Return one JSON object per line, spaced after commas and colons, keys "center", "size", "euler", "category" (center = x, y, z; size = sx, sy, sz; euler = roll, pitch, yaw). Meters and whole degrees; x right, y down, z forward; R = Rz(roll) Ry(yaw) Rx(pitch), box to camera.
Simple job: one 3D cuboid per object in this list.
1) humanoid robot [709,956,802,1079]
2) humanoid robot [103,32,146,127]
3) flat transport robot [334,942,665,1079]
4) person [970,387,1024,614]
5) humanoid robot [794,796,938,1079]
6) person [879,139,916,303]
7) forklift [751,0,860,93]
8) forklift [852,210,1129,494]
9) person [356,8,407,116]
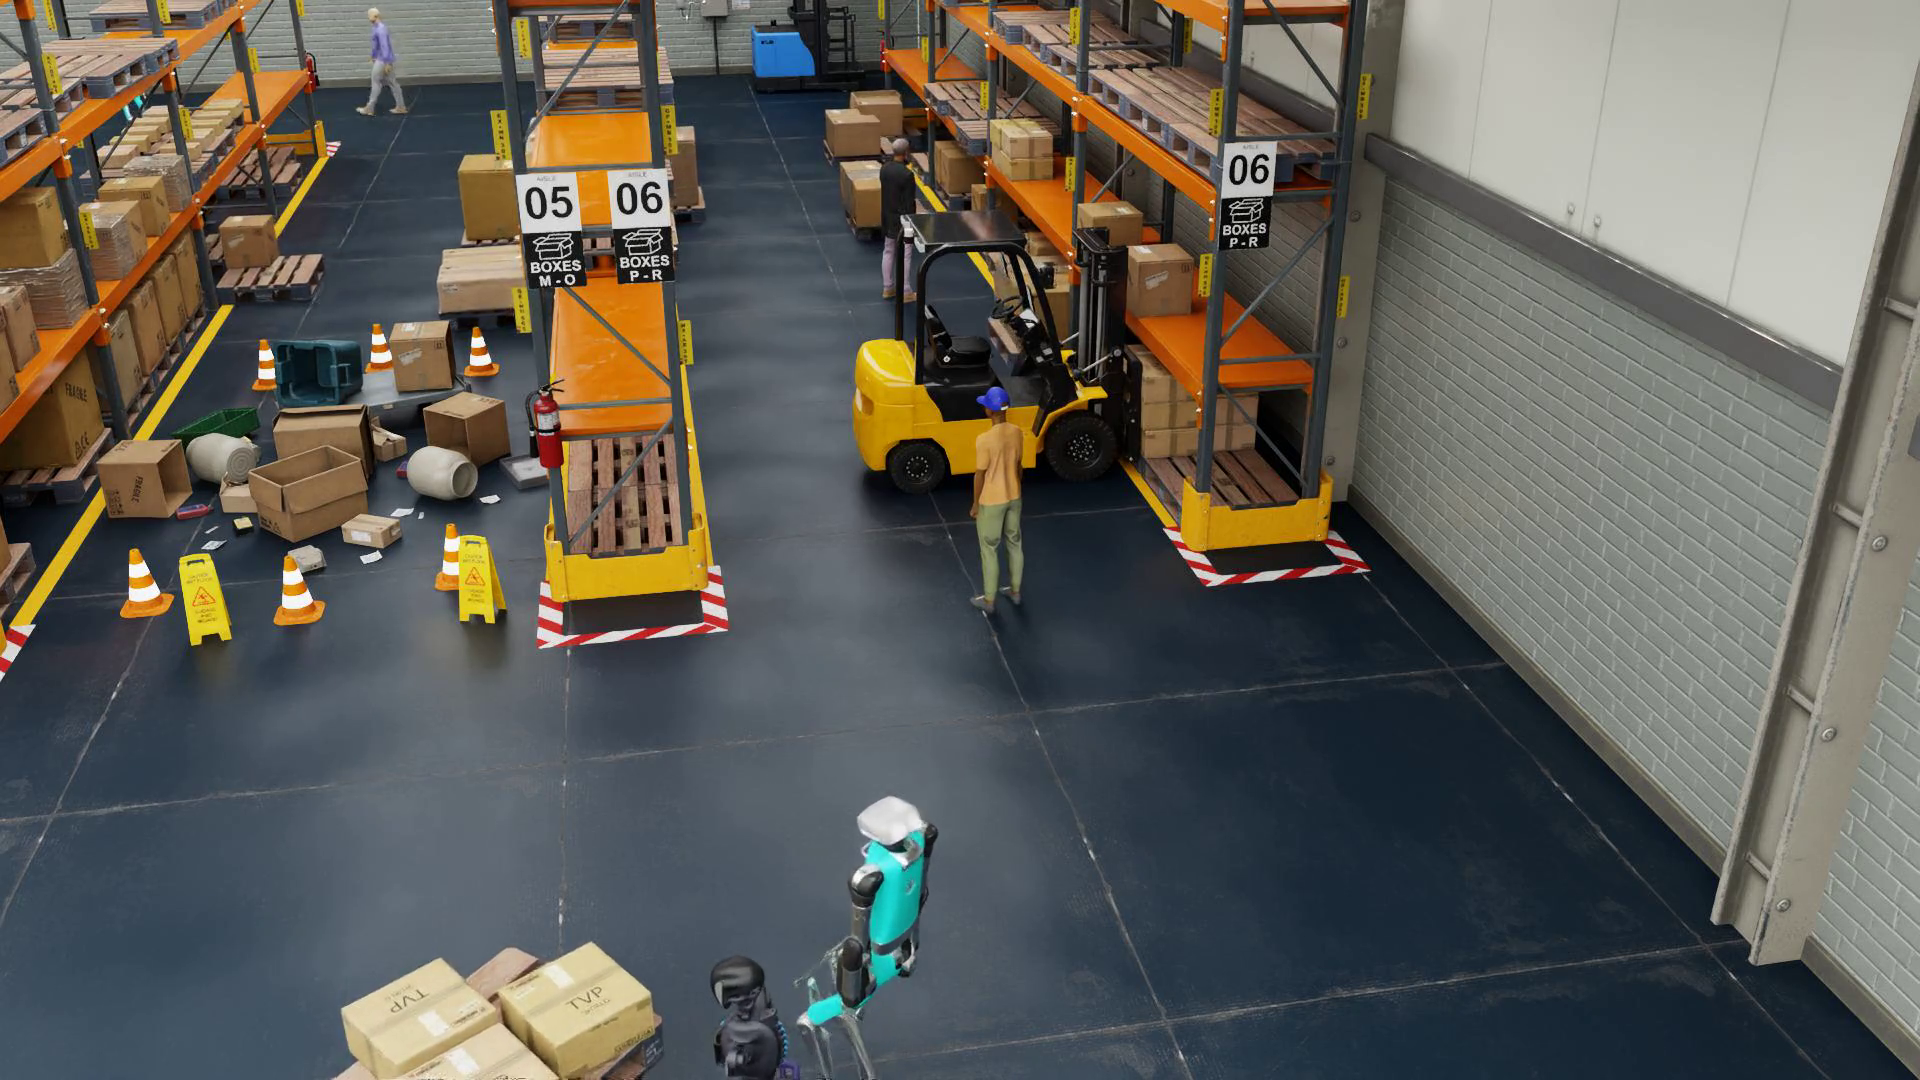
{"center": [-0.740, 2.339, 6.667], "size": [0.430, 1.645, 0.584], "euler": [2, 26, 4], "category": "humanoid robot"}
{"center": [-13.078, -7.022, 26.187], "size": [0.546, 1.899, 0.761], "euler": [-20, 32, -36], "category": "humanoid robot"}
{"center": [-2.087, 2.624, 7.665], "size": [1.431, 0.231, 0.659], "euler": [15, 29, 28], "category": "flat transport robot"}
{"center": [0.259, -0.304, 12.098], "size": [0.432, 1.707, 0.386], "euler": [-20, 32, -36], "category": "person"}
{"center": [-0.486, 1.878, 7.519], "size": [0.716, 1.783, 0.531], "euler": [17, 30, 31], "category": "humanoid robot"}
{"center": [-0.691, -3.610, 18.827], "size": [0.524, 1.850, 0.402], "euler": [23, 34, 39], "category": "person"}
{"center": [-2.872, -9.679, 30.288], "size": [1.873, 2.768, 1.129], "euler": [-5, 26, -10], "category": "forklift"}
{"center": [0.216, -1.659, 14.366], "size": [2.313, 2.155, 1.214], "euler": [-5, 26, -10], "category": "forklift"}
{"center": [-9.977, -8.141, 28.355], "size": [0.882, 1.765, 0.604], "euler": [-7, 26, -14], "category": "person"}
